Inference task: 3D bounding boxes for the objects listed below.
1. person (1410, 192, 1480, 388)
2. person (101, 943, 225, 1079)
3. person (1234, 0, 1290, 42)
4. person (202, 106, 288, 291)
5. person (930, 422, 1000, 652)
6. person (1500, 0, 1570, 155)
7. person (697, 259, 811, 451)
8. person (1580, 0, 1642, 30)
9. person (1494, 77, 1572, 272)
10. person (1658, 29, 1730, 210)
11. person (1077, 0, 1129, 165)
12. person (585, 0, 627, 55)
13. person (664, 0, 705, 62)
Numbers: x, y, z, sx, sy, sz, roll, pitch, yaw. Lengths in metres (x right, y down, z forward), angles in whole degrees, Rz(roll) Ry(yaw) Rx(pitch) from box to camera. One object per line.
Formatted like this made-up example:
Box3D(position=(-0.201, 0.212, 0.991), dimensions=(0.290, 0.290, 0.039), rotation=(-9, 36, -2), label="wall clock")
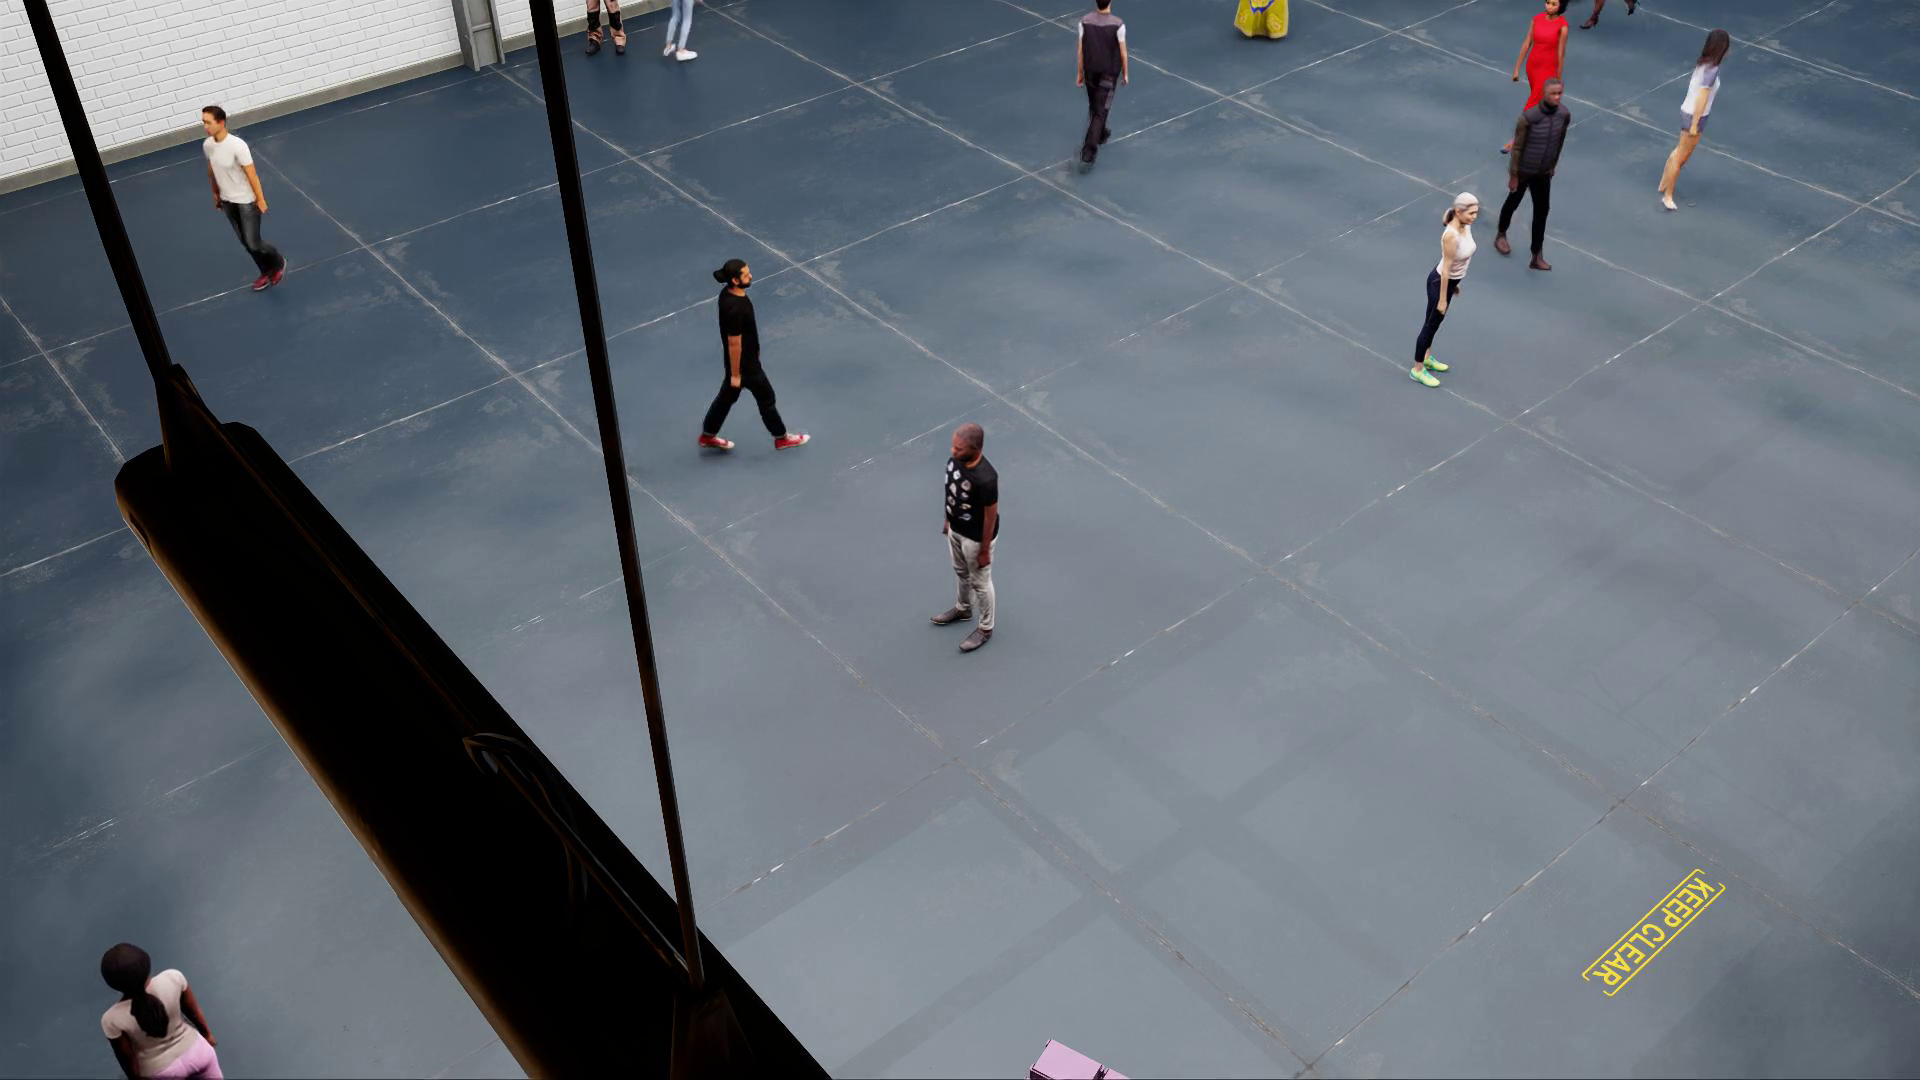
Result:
Box3D(position=(4.033, -2.120, 13.884), dimensions=(0.730, 1.706, 0.595), rotation=(19, 42, 22), label="person")
Box3D(position=(-3.795, 2.535, 8.030), dimensions=(0.657, 1.738, 0.509), rotation=(28, 46, 30), label="person")
Box3D(position=(3.670, -6.790, 19.770), dimensions=(0.990, 1.658, 0.990), rotation=(13, 40, 16), label="person")
Box3D(position=(-6.439, -3.113, 15.061), dimensions=(0.783, 1.790, 0.810), rotation=(15, 41, 18), label="person")
Box3D(position=(0.086, -0.062, 11.230), dimensions=(0.646, 1.802, 0.692), rotation=(-20, 43, -24), label="person")
Box3D(position=(6.100, -4.892, 17.364), dimensions=(1.107, 1.695, 0.621), rotation=(-29, 47, -32), label="person")
Box3D(position=(-1.785, -1.385, 12.955), dimensions=(1.224, 1.717, 0.993), rotation=(-7, 39, -8), label="person")
Box3D(position=(7.920, -6.947, 19.944), dimensions=(0.989, 1.687, 0.919), rotation=(1, 39, 2), label="person")
Box3D(position=(5.282, -3.467, 15.496), dimensions=(1.136, 1.800, 1.089), rotation=(-8, 39, -9), label="person")
Box3D(position=(7.221, -4.143, 16.416), dimensions=(0.829, 1.708, 0.715), rotation=(16, 41, 19), label="person")
Box3D(position=(1.428, -4.742, 17.085), dimensions=(1.024, 1.810, 1.290), rotation=(15, 41, 18), label="person")
Box3D(position=(-4.212, -6.599, 19.380), dimensions=(0.852, 1.847, 0.917), rotation=(0, 39, 1), label="person")
Box3D(position=(-3.261, -6.353, 19.220), dimensions=(0.774, 1.662, 0.676), rotation=(18, 42, 21), label="person")
